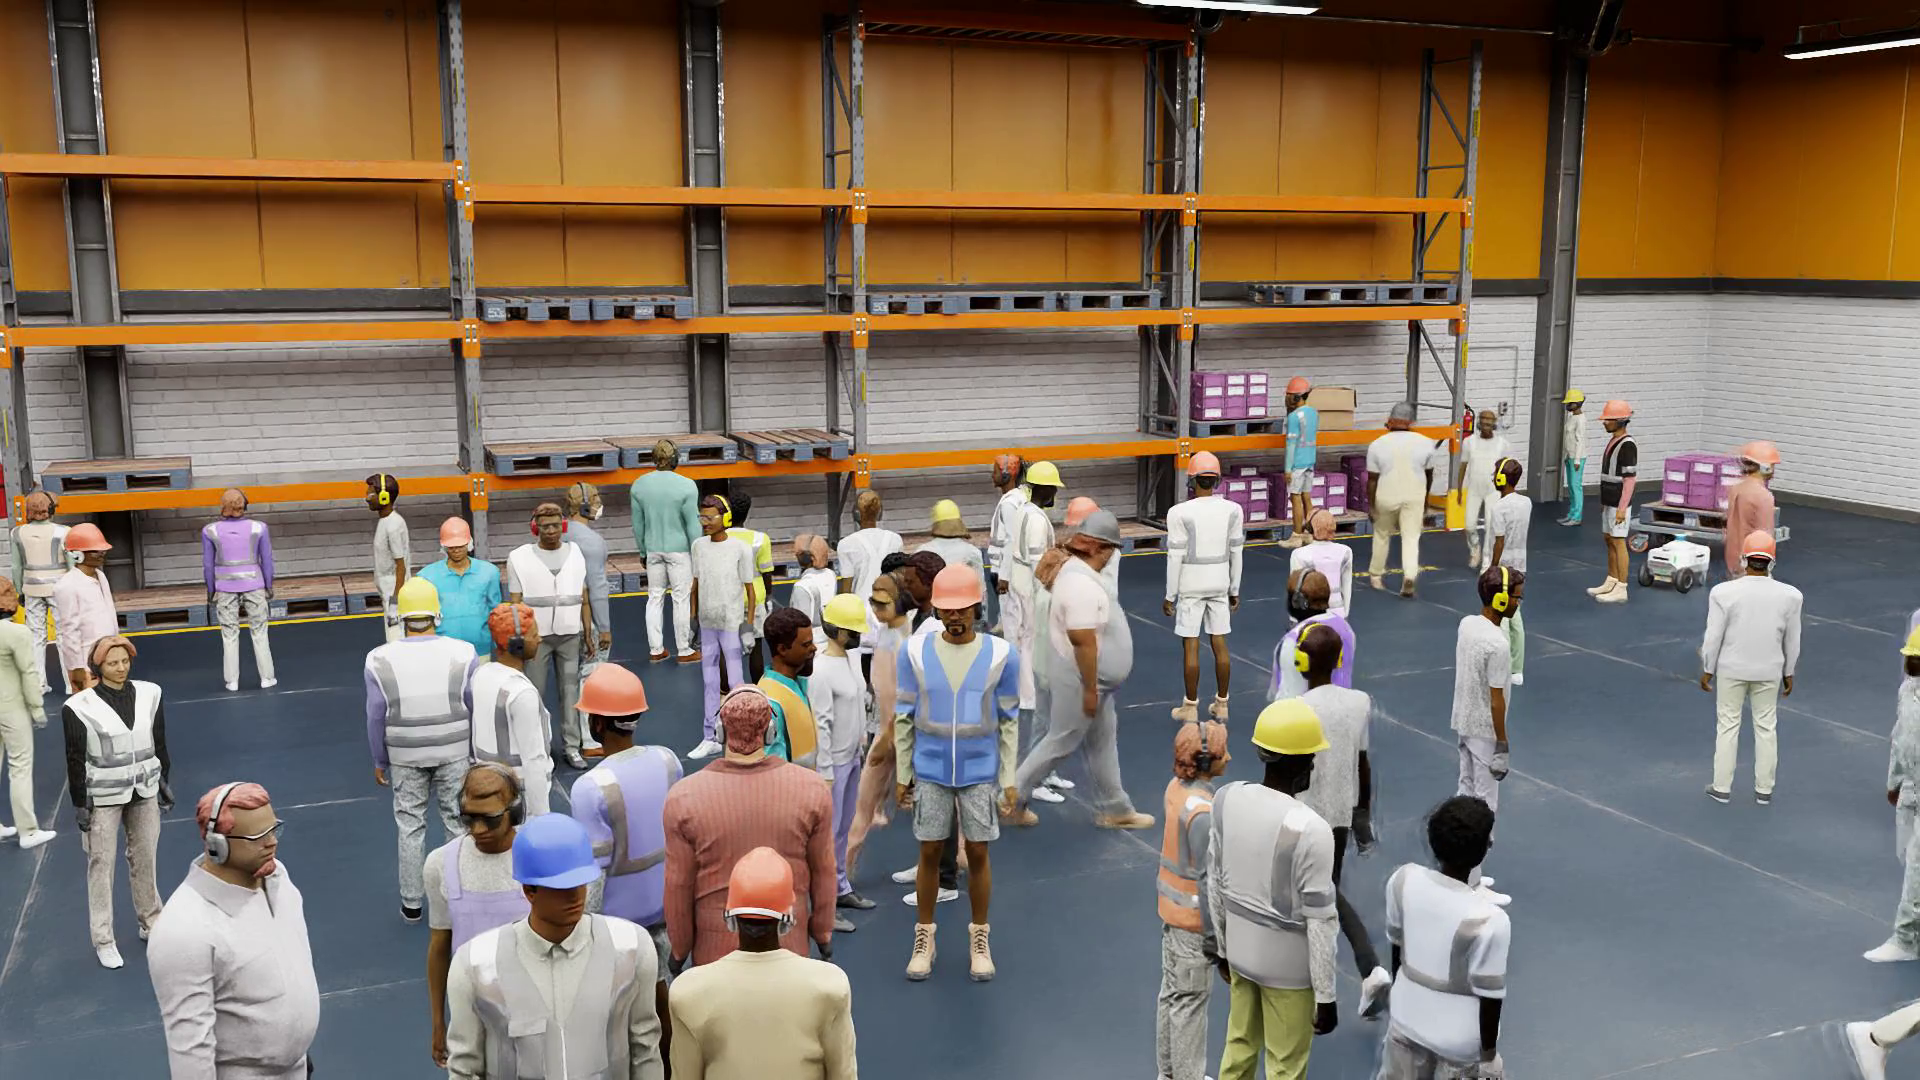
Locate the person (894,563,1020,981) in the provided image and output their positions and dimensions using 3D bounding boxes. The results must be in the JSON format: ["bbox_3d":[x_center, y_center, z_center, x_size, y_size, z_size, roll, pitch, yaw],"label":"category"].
[{"bbox_3d":[-0.016,1.113,7.988,0.605,2.045,0.380,1,10,3],"label":"person"}]

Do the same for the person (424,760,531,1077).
[{"bbox_3d":[-1.544,1.623,5.659,0.511,1.838,0.351,0,10,0],"label":"person"}]

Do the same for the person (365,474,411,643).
[{"bbox_3d":[-4.259,0.431,12.422,0.315,1.869,0.534,-4,11,-23],"label":"person"}]

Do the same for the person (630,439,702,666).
[{"bbox_3d":[-2.465,0.108,14.088,0.631,1.940,0.372,3,10,17],"label":"person"}]

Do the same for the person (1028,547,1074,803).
[{"bbox_3d":[0.596,0.850,10.690,0.265,1.632,0.507,3,10,17],"label":"person"}]

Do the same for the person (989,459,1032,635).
[{"bbox_3d":[0.460,0.064,15.059,0.489,1.673,0.545,-6,11,-29],"label":"person"}]

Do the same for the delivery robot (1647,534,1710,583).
[{"bbox_3d":[7.504,0.185,17.355,0.707,0.478,0.477,-7,12,-36],"label":"delivery robot"}]

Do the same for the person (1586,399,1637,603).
[{"bbox_3d":[6.537,-0.390,16.659,0.392,2.039,0.614,1,10,7],"label":"person"}]

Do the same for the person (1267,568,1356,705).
[{"bbox_3d":[1.862,1.060,8.917,0.430,1.835,0.642,8,13,38],"label":"person"}]

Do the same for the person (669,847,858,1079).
[{"bbox_3d":[-0.584,1.775,5.009,0.561,1.752,0.327,-1,10,-6],"label":"person"}]

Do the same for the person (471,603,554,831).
[{"bbox_3d":[-2.079,1.223,7.819,0.342,1.882,0.587,-8,13,-38],"label":"person"}]

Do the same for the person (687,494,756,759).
[{"bbox_3d":[-1.646,0.606,11.416,0.532,1.869,0.311,5,11,25],"label":"person"}]

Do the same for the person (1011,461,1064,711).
[{"bbox_3d":[0.595,0.351,12.746,0.397,1.920,0.586,-1,10,-6],"label":"person"}]

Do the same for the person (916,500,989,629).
[{"bbox_3d":[-0.056,0.554,12.145,0.512,1.702,0.782,2,10,10],"label":"person"}]

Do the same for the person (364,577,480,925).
[{"bbox_3d":[-2.773,1.098,8.688,0.590,1.833,0.404,-3,10,-17],"label":"person"}]

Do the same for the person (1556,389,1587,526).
[{"bbox_3d":[7.850,-1.054,21.310,0.338,1.761,0.524,1,10,6],"label":"person"}]

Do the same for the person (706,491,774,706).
[{"bbox_3d":[-1.681,0.471,12.693,0.540,1.696,0.316,0,10,-2],"label":"person"}]

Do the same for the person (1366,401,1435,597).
[{"bbox_3d":[4.488,-0.451,17.012,0.686,2.000,0.925,1,10,8],"label":"person"}]

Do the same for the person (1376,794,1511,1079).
[{"bbox_3d":[1.625,1.692,5.742,0.768,1.673,0.543,-7,12,-33],"label":"person"}]

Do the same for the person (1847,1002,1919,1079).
[{"bbox_3d":[4.083,1.430,6.716,0.710,1.850,0.536,4,11,24],"label":"person"}]

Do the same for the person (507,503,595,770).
[{"bbox_3d":[-2.745,0.653,11.206,0.564,1.846,0.394,-5,11,-28],"label":"person"}]

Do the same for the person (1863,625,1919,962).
[{"bbox_3d":[4.858,1.238,8.197,0.676,1.720,0.495,-1,10,-7],"label":"person"}]

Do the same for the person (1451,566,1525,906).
[{"bbox_3d":[2.819,1.048,8.925,0.344,1.856,0.525,-1,10,-7],"label":"person"}]

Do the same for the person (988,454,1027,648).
[{"bbox_3d":[0.390,0.236,13.506,0.348,1.882,0.584,1,10,7],"label":"person"}]

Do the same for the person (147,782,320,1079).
[{"bbox_3d":[-2.191,1.671,5.174,0.402,1.906,0.652,1,10,4],"label":"person"}]

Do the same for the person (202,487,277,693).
[{"bbox_3d":[-5.741,0.400,13.259,0.515,1.641,0.315,-3,10,-18],"label":"person"}]

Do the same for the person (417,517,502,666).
[{"bbox_3d":[-3.341,0.707,11.166,0.575,1.749,0.336,-4,11,-23],"label":"person"}]

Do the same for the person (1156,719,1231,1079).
[{"bbox_3d":[0.954,1.531,6.744,0.311,1.642,0.512,-1,10,-6],"label":"person"}]

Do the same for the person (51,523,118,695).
[{"bbox_3d":[-5.659,0.756,10.877,0.327,1.753,0.561,-1,10,-4],"label":"person"}]

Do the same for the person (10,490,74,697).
[{"bbox_3d":[-7.175,0.428,13.104,0.523,1.638,0.310,0,10,-3],"label":"person"}]

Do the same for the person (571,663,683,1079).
[{"bbox_3d":[-1.316,1.430,6.470,0.360,1.939,0.543,6,11,29],"label":"person"}]

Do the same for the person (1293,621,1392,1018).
[{"bbox_3d":[1.679,1.294,7.528,0.532,1.843,0.612,-5,11,-25],"label":"person"}]

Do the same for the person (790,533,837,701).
[{"bbox_3d":[-0.978,0.760,11.177,0.307,1.644,0.511,3,10,19],"label":"person"}]

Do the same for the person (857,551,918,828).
[{"bbox_3d":[-0.377,0.906,10.188,0.535,1.697,0.318,-5,11,-27],"label":"person"}]

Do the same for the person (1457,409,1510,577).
[{"bbox_3d":[5.664,-0.516,17.995,0.544,1.827,0.440,4,11,22],"label":"person"}]

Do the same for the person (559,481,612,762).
[{"bbox_3d":[-2.593,0.557,11.495,0.358,1.938,0.636,-8,13,-39],"label":"person"}]

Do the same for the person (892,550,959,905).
[{"bbox_3d":[-0.151,1.002,8.994,0.392,1.919,0.591,-2,10,-11],"label":"person"}]

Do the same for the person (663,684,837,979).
[{"bbox_3d":[-0.790,1.478,6.282,0.651,1.907,0.409,-2,10,-14],"label":"person"}]

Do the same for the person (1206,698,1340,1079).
[{"bbox_3d":[1.146,1.512,6.028,0.366,1.926,0.593,-7,12,-34],"label":"person"}]

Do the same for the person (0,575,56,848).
[{"bbox_3d":[-5.645,1.009,9.807,0.506,1.628,0.278,2,10,13],"label":"person"}]

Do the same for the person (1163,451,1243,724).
[{"bbox_3d":[1.788,0.356,12.355,0.614,2.041,0.393,-3,10,-17],"label":"person"}]

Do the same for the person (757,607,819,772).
[{"bbox_3d":[-0.804,1.246,7.585,0.392,1.920,0.587,0,10,-1],"label":"person"}]

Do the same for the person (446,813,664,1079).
[{"bbox_3d":[-1.148,1.718,4.775,0.610,1.950,0.377,-4,11,-20],"label":"person"}]

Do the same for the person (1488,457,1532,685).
[{"bbox_3d":[4.376,0.267,13.368,0.523,1.870,0.317,-8,13,-40],"label":"person"}]

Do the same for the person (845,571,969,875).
[{"bbox_3d":[-0.365,1.052,9.100,1.004,1.781,0.512,-6,12,-32],"label":"person"}]

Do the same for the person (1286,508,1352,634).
[{"bbox_3d":[2.632,0.585,12.194,0.514,1.640,0.315,-3,10,-18],"label":"person"}]

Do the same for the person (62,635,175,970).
[{"bbox_3d":[-4.153,1.272,8.238,0.307,1.641,0.513,6,12,32],"label":"person"}]

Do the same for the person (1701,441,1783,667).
[{"bbox_3d":[6.422,0.176,13.592,0.534,1.974,0.629,0,10,-1],"label":"person"}]

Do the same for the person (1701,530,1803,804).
[{"bbox_3d":[5.018,0.807,10.588,0.575,1.749,0.335,2,10,11],"label":"person"}]

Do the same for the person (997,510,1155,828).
[{"bbox_3d":[0.673,0.761,10.031,0.967,2.000,0.699,1,10,5],"label":"person"}]

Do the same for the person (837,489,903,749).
[{"bbox_3d":[-0.642,0.556,11.770,0.514,1.845,0.338,-6,12,-31],"label":"person"}]

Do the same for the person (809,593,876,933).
[{"bbox_3d":[-0.610,1.140,8.661,0.319,1.760,0.533,3,10,16],"label":"person"}]

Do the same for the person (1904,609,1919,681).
[{"bbox_3d":[6.106,0.944,10.285,0.528,1.584,0.867,1,10,8],"label":"person"}]

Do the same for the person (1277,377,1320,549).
[{"bbox_3d":[3.991,-0.904,19.657,0.397,2.039,0.610,8,13,39],"label":"person"}]

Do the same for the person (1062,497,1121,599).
[{"bbox_3d":[0.910,0.547,12.136,0.355,1.738,0.574,-8,13,-38],"label":"person"}]
